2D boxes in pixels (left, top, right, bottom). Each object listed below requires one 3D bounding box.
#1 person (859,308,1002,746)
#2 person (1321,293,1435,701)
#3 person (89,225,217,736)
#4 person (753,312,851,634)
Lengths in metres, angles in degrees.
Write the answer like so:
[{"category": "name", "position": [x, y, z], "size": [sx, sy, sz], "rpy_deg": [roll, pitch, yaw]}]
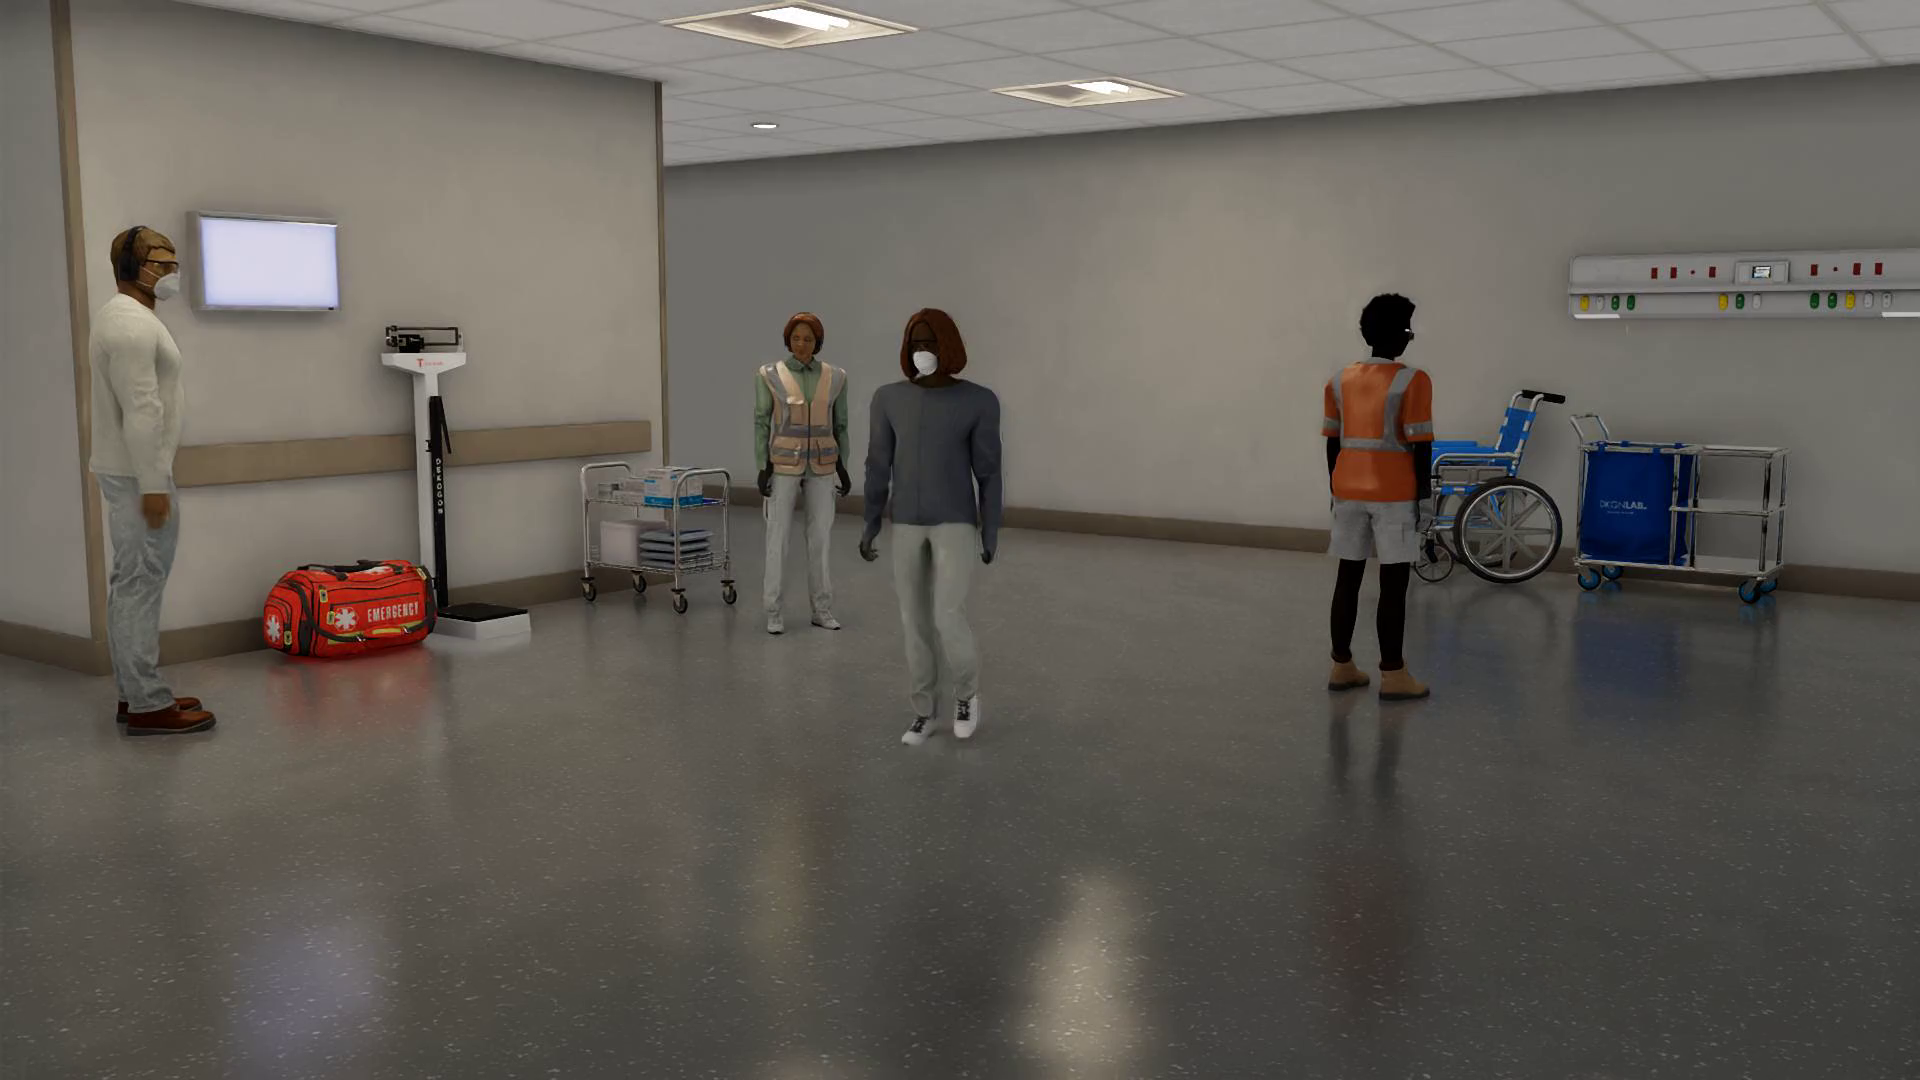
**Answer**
[{"category": "person", "position": [-0.108, -0.033, 6.108], "size": [0.507, 1.621, 0.371], "rpy_deg": [3, 8, 22]}, {"category": "person", "position": [1.760, -0.182, 6.986], "size": [0.317, 1.695, 0.540], "rpy_deg": [-6, 9, -38]}, {"category": "person", "position": [-3.132, -0.226, 6.392], "size": [0.379, 1.937, 0.629], "rpy_deg": [-4, 8, -29]}, {"category": "person", "position": [-0.807, -0.342, 8.510], "size": [0.513, 1.638, 0.313], "rpy_deg": [-3, 8, -22]}]
